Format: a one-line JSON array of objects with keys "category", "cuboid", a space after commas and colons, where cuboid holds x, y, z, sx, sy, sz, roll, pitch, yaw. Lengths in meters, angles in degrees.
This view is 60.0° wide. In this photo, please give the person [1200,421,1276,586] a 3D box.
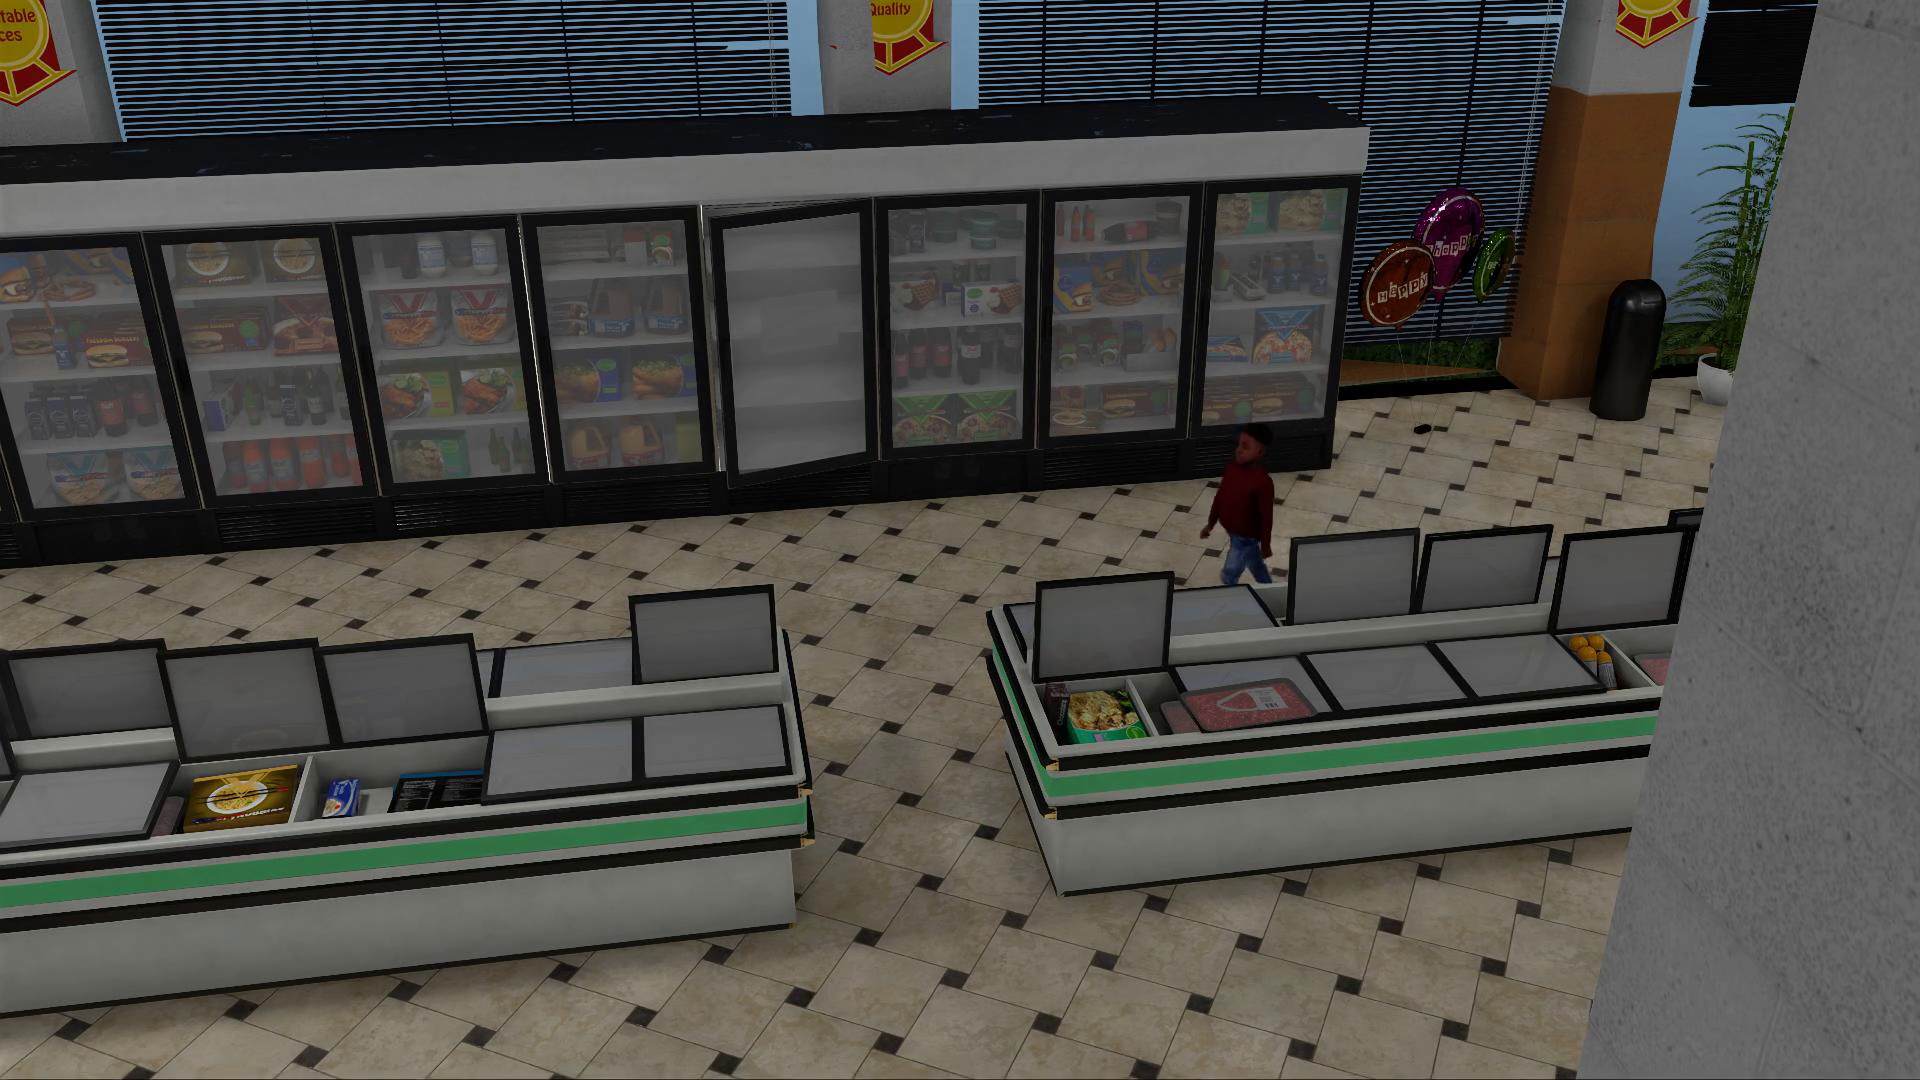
[{"category": "person", "cuboid": [1.599, -0.074, 9.046, 0.935, 1.230, 0.636, -11, 29, -20]}]
